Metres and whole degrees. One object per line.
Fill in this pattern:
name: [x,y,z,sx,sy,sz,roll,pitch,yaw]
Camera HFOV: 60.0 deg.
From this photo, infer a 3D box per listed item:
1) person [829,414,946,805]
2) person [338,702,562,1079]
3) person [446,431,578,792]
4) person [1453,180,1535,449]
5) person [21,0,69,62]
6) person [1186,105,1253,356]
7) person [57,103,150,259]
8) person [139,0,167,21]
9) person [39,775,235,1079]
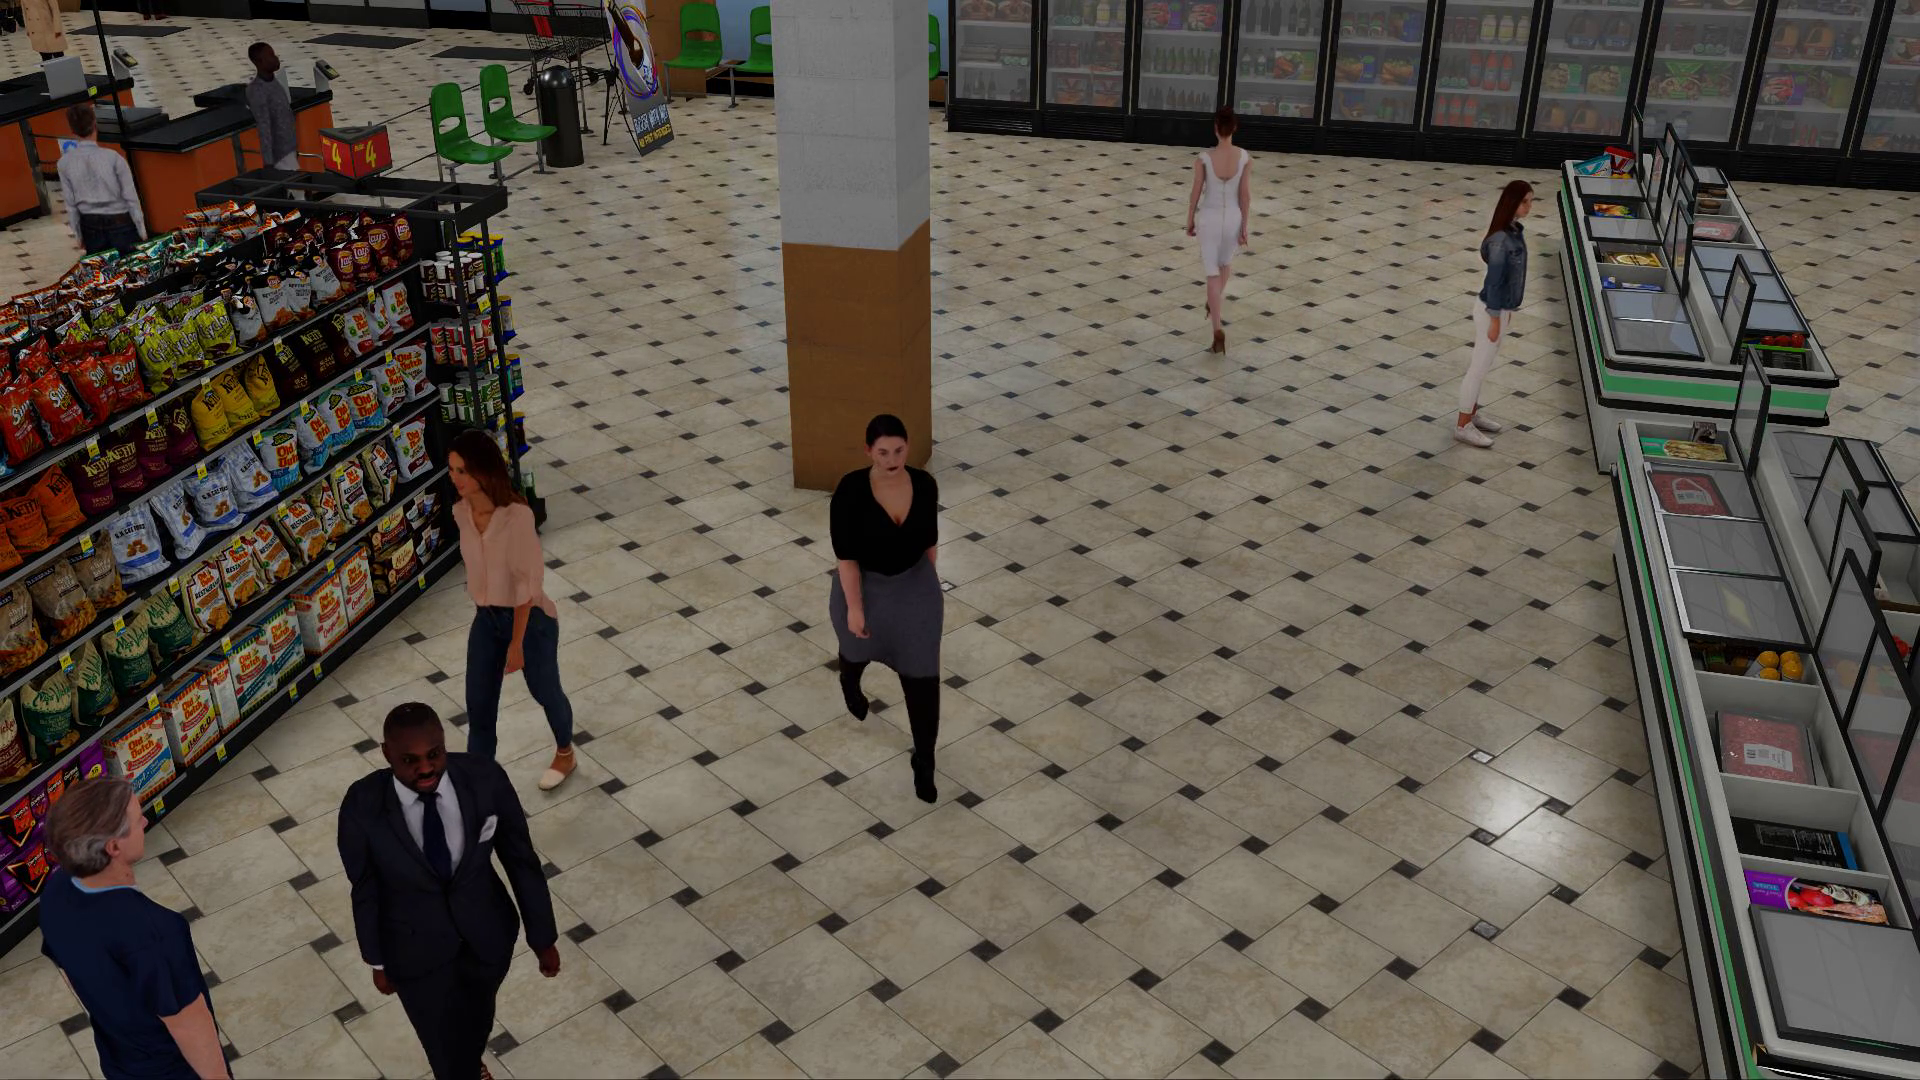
person: [-0.371,0.235,7.243,1.032,1.709,1.239,-9,28,-17]
person: [-1.602,1.240,5.194,1.242,1.770,1.294,-16,31,-29]
person: [-1.811,0.333,7.003,0.704,1.751,1.062,11,29,21]
person: [3.385,-1.453,10.581,0.715,1.700,0.516,12,29,23]
person: [-10.783,-6.021,19.610,0.635,1.680,0.513,7,28,13]
person: [1.874,-2.182,11.969,0.763,1.746,1.160,1,27,2]
person: [-6.128,-2.220,11.964,0.761,1.818,0.760,-5,27,-9]
person: [-12.168,-8.636,24.721,0.698,1.723,0.655,-3,27,-6]
person: [-2.224,1.464,4.642,0.716,1.869,0.648,15,31,28]
